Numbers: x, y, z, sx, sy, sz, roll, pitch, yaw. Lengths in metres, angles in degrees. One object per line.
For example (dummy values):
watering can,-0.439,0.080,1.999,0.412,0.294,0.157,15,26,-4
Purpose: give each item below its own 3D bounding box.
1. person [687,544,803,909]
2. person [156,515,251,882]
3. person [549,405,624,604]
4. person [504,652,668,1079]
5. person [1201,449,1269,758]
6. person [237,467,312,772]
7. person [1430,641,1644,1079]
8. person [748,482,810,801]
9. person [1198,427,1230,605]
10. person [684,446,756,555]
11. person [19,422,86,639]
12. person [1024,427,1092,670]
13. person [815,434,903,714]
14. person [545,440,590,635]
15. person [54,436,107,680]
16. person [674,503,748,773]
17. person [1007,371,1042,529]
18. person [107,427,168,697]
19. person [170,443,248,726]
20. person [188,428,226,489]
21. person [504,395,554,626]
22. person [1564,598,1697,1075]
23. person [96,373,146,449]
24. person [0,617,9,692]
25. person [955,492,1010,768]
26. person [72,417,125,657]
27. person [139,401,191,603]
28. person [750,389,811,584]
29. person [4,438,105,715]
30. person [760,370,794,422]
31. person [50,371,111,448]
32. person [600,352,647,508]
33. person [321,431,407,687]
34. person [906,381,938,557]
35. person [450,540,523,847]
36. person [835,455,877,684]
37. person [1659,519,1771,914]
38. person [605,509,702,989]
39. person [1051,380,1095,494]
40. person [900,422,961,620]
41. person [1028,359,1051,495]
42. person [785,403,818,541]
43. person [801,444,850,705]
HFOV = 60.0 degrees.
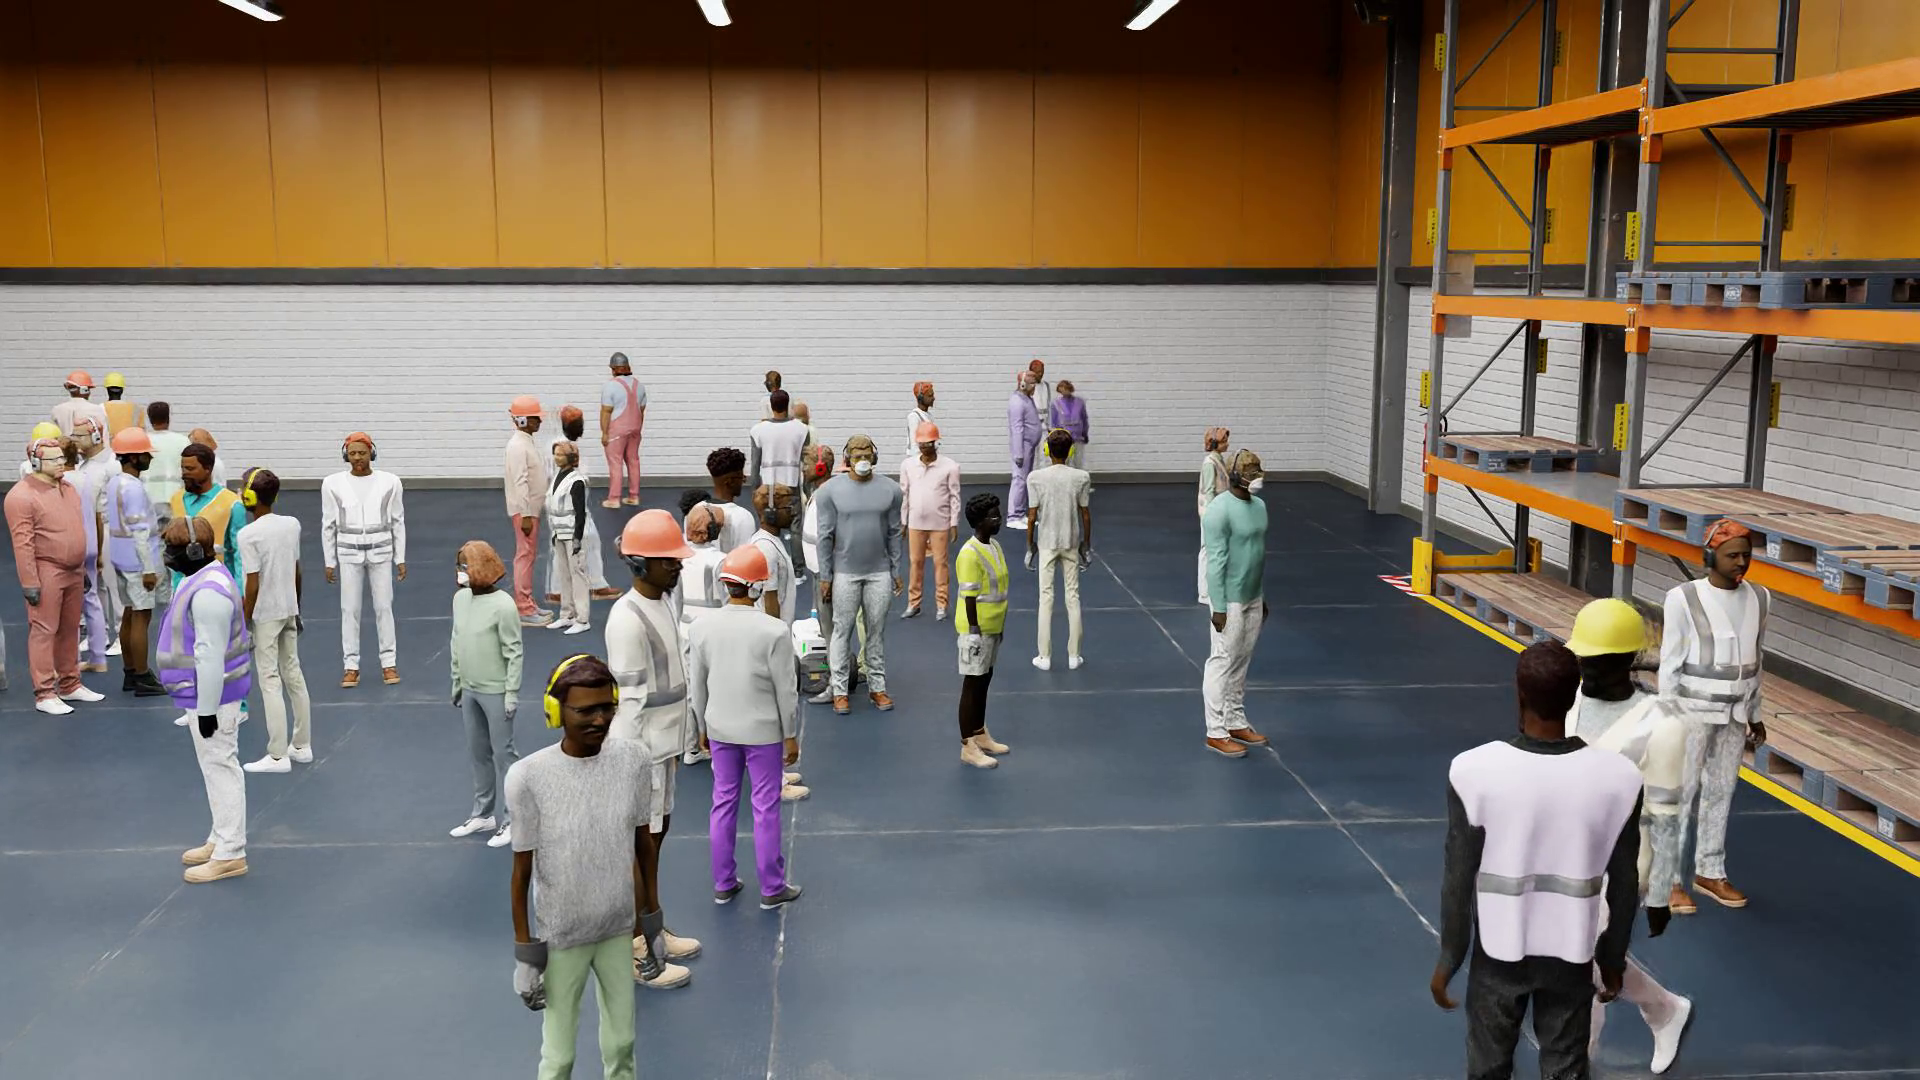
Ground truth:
person,-1.016,0.888,7.975,0.562,1.753,0.327,4,10,21
person,-3.804,0.784,8.391,0.430,1.836,0.626,-5,10,-27
person,-3.434,-0.305,15.165,0.803,1.852,0.625,0,9,1
person,-1.175,1.264,5.291,0.511,1.863,0.327,-7,11,-36
person,1.765,0.387,10.550,0.373,1.940,0.629,7,11,37
person,-4.209,0.485,10.137,0.327,1.876,0.520,3,9,17
person,1.789,1.256,5.237,0.617,1.904,0.645,1,9,6
person,-1.073,0.581,9.625,0.345,1.846,0.506,-2,9,-12
person,2.337,-0.220,15.294,0.307,1.639,0.525,3,9,16
person,-1.459,0.391,10.439,0.607,1.966,0.367,8,12,40
person,-7.507,-0.072,13.816,0.596,1.824,0.414,1,9,5
person,0.754,0.067,12.773,0.528,1.871,0.323,-1,9,-4
person,-0.686,0.231,11.526,0.633,1.939,0.368,-3,10,-20
person,-3.313,-0.026,14.075,0.309,1.641,0.513,-7,11,-37
person,-6.652,0.134,12.480,0.357,1.835,0.518,3,10,19
person,-1.544,0.597,10.159,0.514,1.642,0.310,7,12,39
person,0.782,-1.076,19.888,0.404,1.896,0.645,2,9,14
person,-5.917,0.157,11.992,0.365,1.939,0.542,-8,12,-40
person,-5.017,0.302,11.143,0.587,1.920,0.394,3,10,19
person,-6.951,-0.225,15.393,0.496,1.627,0.298,6,11,32
person,-3.739,-0.256,14.407,0.381,1.994,0.617,-2,9,-10
person,2.380,1.128,5.993,0.790,1.905,0.605,-3,10,-19
person,-9.613,-0.948,19.025,0.585,1.914,0.414,-8,12,-42
person,-7.070,0.186,11.820,0.415,1.939,0.604,-1,9,-6
person,0.140,0.546,10.306,0.318,1.697,0.535,3,9,17
person,-6.877,-0.026,13.244,0.653,1.906,0.405,4,10,23
person,-7.298,-0.330,15.300,0.619,1.890,0.490,-1,9,-8
person,-1.740,-0.508,16.234,0.594,1.915,0.373,-1,9,-8
person,-6.279,0.241,11.565,0.407,1.908,0.641,1,9,5
person,-2.301,-1.208,20.905,0.348,1.837,0.502,9,13,44
person,-9.527,-0.841,18.107,0.608,1.987,0.391,0,9,2
person,-4.448,-1.449,21.760,0.535,2.000,0.682,7,11,36
person,-4.386,0.142,12.262,0.584,1.882,0.349,-3,10,-20
person,-0.396,-0.769,17.984,0.356,1.883,0.574,2,9,12
person,-2.527,0.809,8.851,0.509,1.632,0.269,7,11,36
person,-0.756,0.191,12.353,0.330,1.750,0.572,-1,9,-5
person,3.580,0.833,7.918,0.583,1.882,0.337,-3,9,-17
person,-1.299,0.878,7.137,0.386,2.041,0.615,0,9,2
person,1.537,-1.393,22.751,0.642,1.609,0.398,-2,9,-14
person,-0.274,-0.166,14.598,0.564,1.752,0.339,3,9,16
person,1.035,-1.539,22.849,0.585,1.878,0.364,-7,12,-38
person,-1.770,-0.758,18.753,0.515,1.604,0.468,5,10,28
person,-0.930,0.238,11.776,0.373,1.843,0.571,-2,9,-11
